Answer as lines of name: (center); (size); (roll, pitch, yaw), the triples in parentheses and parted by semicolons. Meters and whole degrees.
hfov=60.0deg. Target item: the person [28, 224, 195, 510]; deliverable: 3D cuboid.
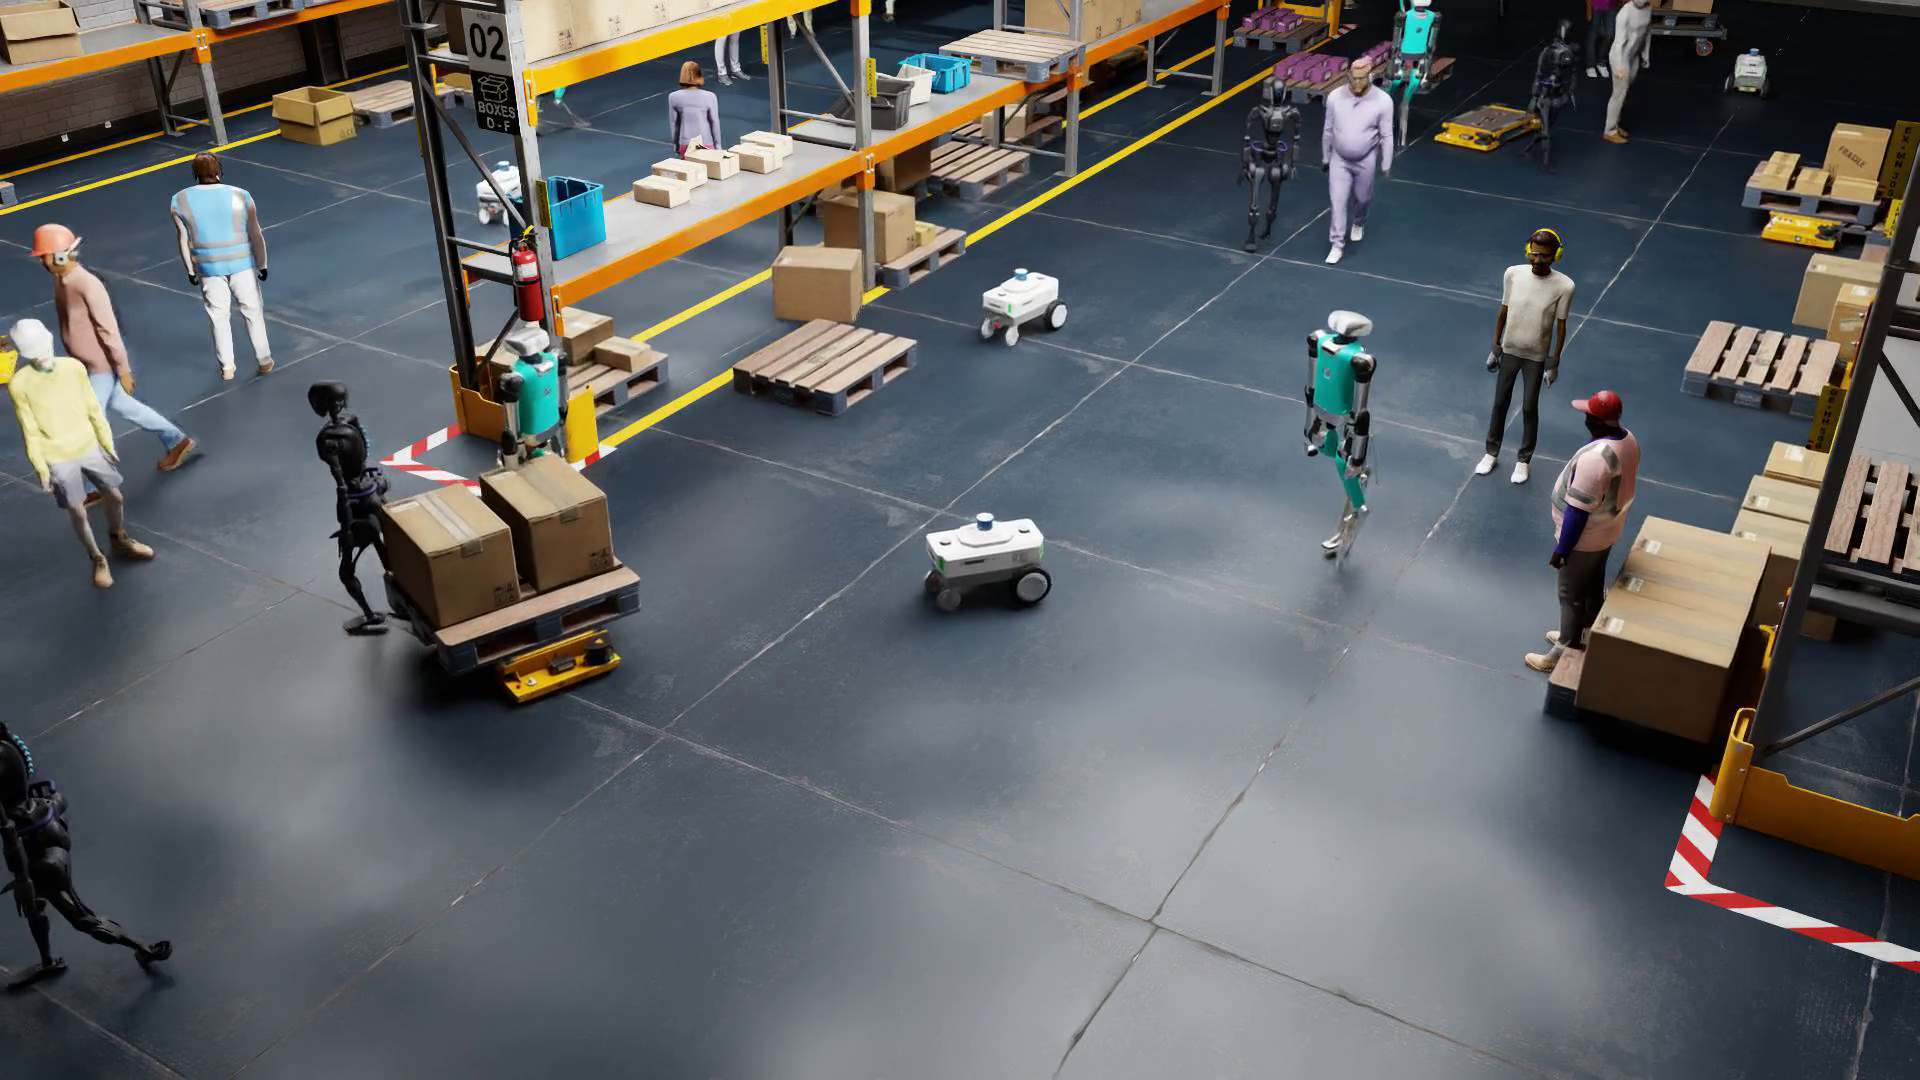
person: (-5.921, -1.256, 11.469); (0.624, 1.940, 0.999); (25, 38, 37)

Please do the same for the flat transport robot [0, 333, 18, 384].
flat transport robot: (-8.402, -1.361, 13.350); (1.431, 0.231, 0.659); (-11, 31, -18)

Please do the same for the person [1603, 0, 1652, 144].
person: (7.673, -5.521, 19.086); (0.597, 1.867, 0.431); (-22, 36, -34)

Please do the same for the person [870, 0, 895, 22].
person: (-1.227, -8.715, 24.720); (0.623, 1.893, 1.031); (-10, 31, -17)

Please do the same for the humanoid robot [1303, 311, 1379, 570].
humanoid robot: (2.537, -0.628, 10.617); (0.751, 1.837, 0.540); (-16, 33, -27)

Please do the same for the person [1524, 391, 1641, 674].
person: (3.571, -0.044, 9.525); (0.418, 1.747, 0.599); (23, 37, 34)

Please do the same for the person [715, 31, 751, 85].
person: (-2.987, -6.902, 21.444); (0.421, 1.952, 0.489); (24, 37, 36)

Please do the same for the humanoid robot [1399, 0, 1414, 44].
humanoid robot: (6.261, -7.673, 23.144); (0.547, 1.903, 0.724); (-1, 30, -2)

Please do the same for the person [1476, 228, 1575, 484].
person: (3.941, -1.284, 11.604); (0.492, 1.862, 0.328); (21, 36, 32)

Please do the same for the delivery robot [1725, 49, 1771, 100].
delivery robot: (10.029, -5.934, 21.140); (0.522, 0.587, 0.751); (11, 31, 19)

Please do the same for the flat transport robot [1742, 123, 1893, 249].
flat transport robot: (8.527, -3.257, 16.704); (0.659, 0.231, 1.431); (16, 33, 27)

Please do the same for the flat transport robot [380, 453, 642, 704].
flat transport robot: (-2.678, 0.495, 10.065); (0.659, 0.231, 1.431); (-21, 35, -32)

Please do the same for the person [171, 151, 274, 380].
person: (-5.819, -2.174, 13.204); (0.627, 1.837, 0.429); (-10, 31, -17)

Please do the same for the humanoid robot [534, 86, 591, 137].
humanoid robot: (-4.774, -5.542, 19.293); (0.531, 1.777, 1.002); (21, 36, 32)

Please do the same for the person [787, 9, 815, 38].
person: (-2.324, -7.990, 23.603); (0.580, 1.720, 0.478); (-8, 30, -14)

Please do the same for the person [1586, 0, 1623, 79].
person: (8.360, -6.908, 21.583); (0.549, 1.815, 0.532); (-1, 29, -1)

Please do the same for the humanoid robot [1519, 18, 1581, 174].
humanoid robot: (6.461, -4.891, 18.233); (0.610, 1.649, 0.770); (-11, 31, -19)

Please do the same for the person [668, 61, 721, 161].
person: (-2.610, -3.911, 16.479); (0.498, 1.629, 0.288); (3, 30, 5)

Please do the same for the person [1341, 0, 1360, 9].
person: (5.993, -9.058, 25.457); (0.345, 1.746, 0.571); (-20, 35, -31)

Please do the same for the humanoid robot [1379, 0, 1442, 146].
humanoid robot: (5.033, -5.311, 18.872); (0.530, 1.808, 0.752); (-1, 30, -3)

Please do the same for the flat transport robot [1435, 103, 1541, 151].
flat transport robot: (6.219, -4.846, 19.514); (0.659, 0.231, 1.431); (24, 37, 36)

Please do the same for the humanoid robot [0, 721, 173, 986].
humanoid robot: (-3.996, 1.290, 7.287); (0.714, 1.637, 0.612); (-11, 31, -19)

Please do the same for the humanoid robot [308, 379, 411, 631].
humanoid robot: (-3.567, -0.198, 9.868); (0.553, 1.637, 0.589); (-4, 30, -6)

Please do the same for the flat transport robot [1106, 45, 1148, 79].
flat transport robot: (2.008, -6.467, 22.382); (0.659, 0.231, 1.431); (17, 34, 27)

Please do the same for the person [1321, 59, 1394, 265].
person: (3.746, -3.623, 15.725); (0.670, 1.870, 0.908); (11, 31, 19)

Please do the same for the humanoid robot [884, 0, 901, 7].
humanoid robot: (-1.082, -9.095, 25.628); (0.610, 1.635, 0.679); (-3, 30, -5)

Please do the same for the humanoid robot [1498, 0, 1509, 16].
humanoid robot: (8.298, -8.755, 25.063); (0.608, 1.629, 0.793); (6, 30, 11)

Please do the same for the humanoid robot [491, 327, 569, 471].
humanoid robot: (-2.766, -0.501, 10.364); (0.787, 1.811, 0.535); (16, 33, 26)

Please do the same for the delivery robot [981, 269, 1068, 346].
delivery robot: (0.520, -2.029, 14.221); (0.499, 0.575, 0.750); (23, 37, 35)

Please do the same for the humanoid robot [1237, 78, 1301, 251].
humanoid robot: (2.947, -3.582, 15.867); (0.588, 1.656, 0.400); (-2, 30, -3)

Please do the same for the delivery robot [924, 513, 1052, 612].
delivery robot: (0.179, 0.117, 10.457); (0.798, 0.608, 0.499); (-9, 31, -15)

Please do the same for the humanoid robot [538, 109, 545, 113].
humanoid robot: (-5.512, -5.837, 19.840); (0.538, 1.783, 1.026); (22, 36, 34)

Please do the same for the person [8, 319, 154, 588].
person: (-5.500, -0.554, 10.323); (0.522, 1.852, 0.550); (23, 36, 34)

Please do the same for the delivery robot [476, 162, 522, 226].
delivery robot: (-4.602, -3.552, 16.926); (0.499, 0.586, 0.783); (8, 30, 13)
